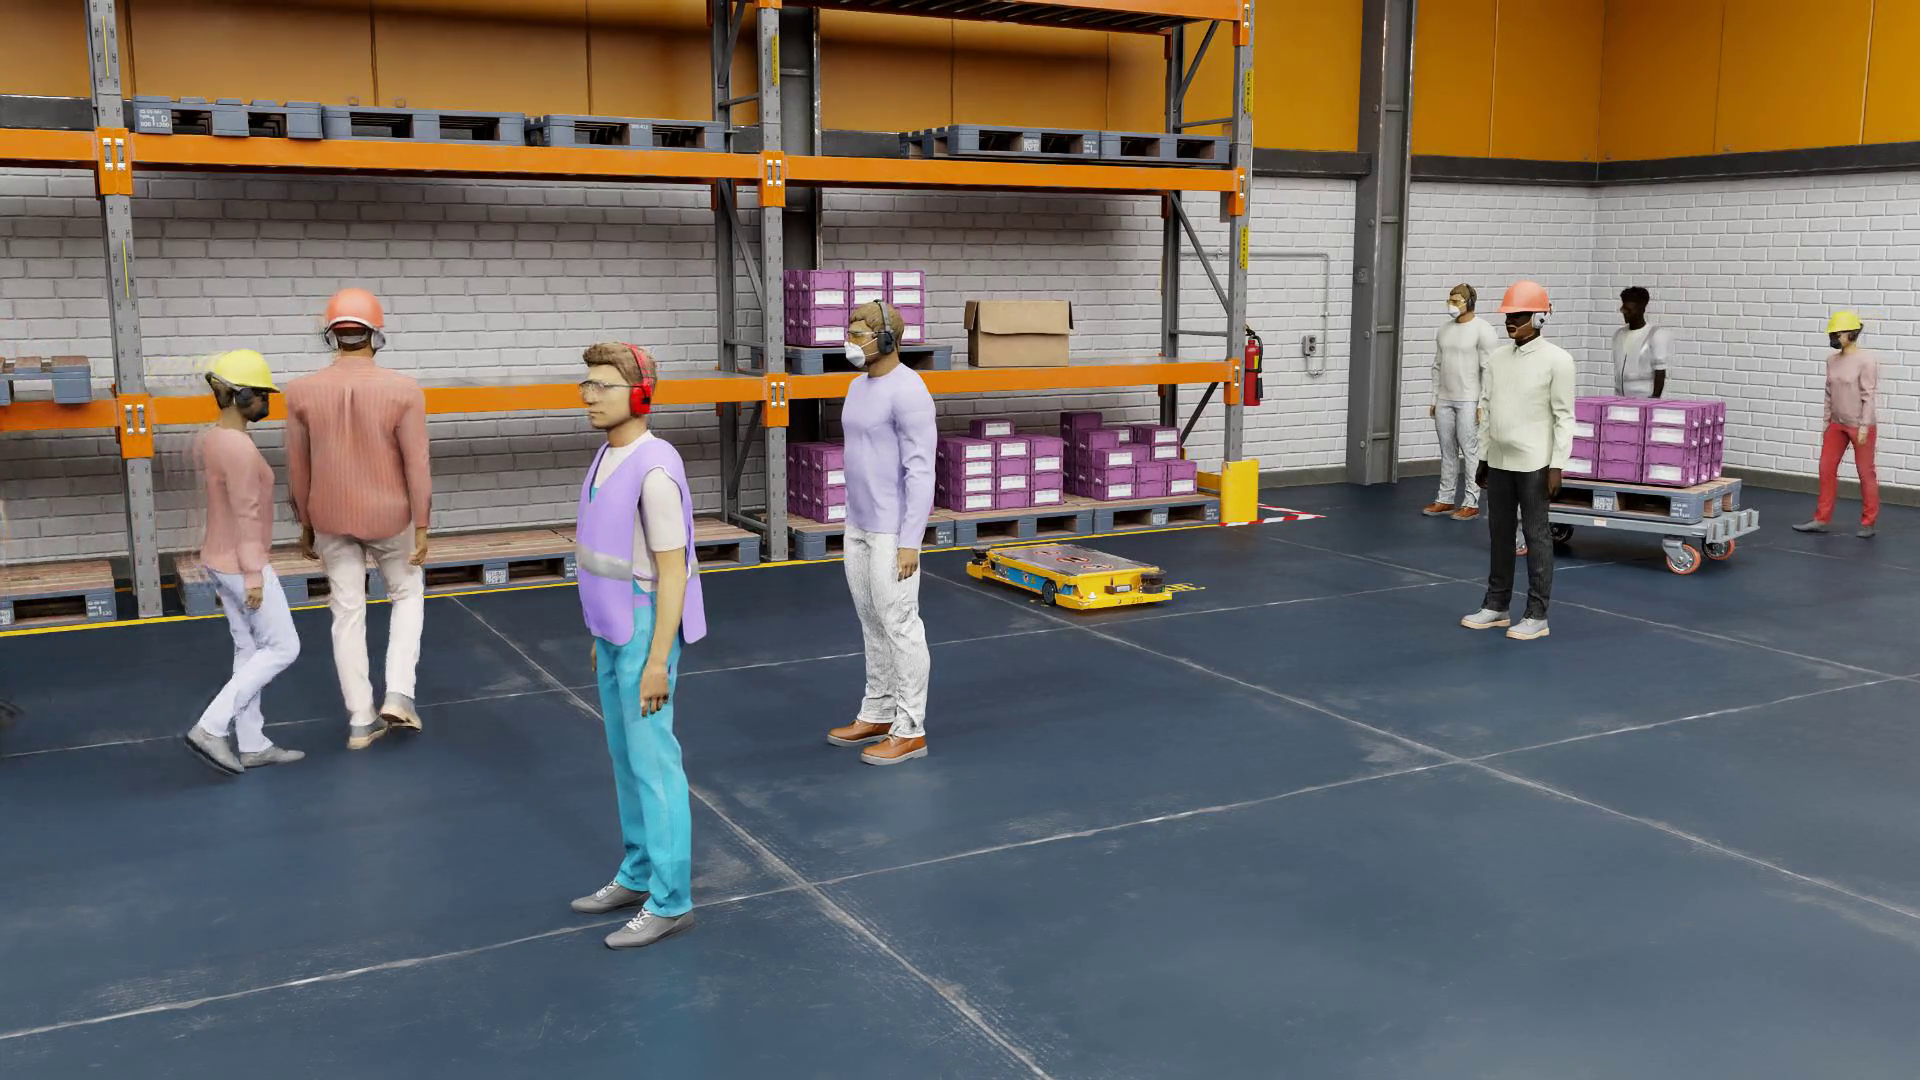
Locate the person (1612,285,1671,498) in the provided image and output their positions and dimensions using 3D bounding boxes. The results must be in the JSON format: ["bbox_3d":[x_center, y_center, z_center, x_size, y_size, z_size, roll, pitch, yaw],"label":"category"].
[{"bbox_3d":[5.980,-1.256,14.507,0.943,1.930,0.612,-5,10,-27],"label":"person"}]

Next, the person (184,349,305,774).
[{"bbox_3d":[-2.919,0.104,6.760,0.407,1.744,0.525,-7,12,-37],"label":"person"}]

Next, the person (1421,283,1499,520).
[{"bbox_3d":[4.117,-1.135,13.703,0.360,1.938,0.635,-5,11,-29],"label":"person"}]

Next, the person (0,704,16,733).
[{"bbox_3d":[-4.104,0.053,6.552,0.552,1.907,0.485,7,12,37],"label":"person"}]

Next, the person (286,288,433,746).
[{"bbox_3d":[-2.585,-0.094,7.226,0.612,1.979,0.427,-1,9,-6],"label":"person"}]

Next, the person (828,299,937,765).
[{"bbox_3d":[-0.329,-0.036,7.003,0.360,1.939,0.635,-5,11,-29],"label":"person"}]

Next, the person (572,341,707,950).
[{"bbox_3d":[-0.990,0.320,5.137,0.375,1.841,0.578,-5,11,-29],"label":"person"}]

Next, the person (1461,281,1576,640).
[{"bbox_3d":[3.140,-0.447,9.338,0.382,1.993,0.622,-5,11,-29],"label":"person"}]

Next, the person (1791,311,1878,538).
[{"bbox_3d":[6.827,-0.879,12.777,0.565,1.734,0.534,-2,10,-14],"label":"person"}]

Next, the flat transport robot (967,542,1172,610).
[{"bbox_3d":[0.667,0.207,10.595,0.652,0.197,1.431,-5,11,-28],"label":"flat transport robot"}]
